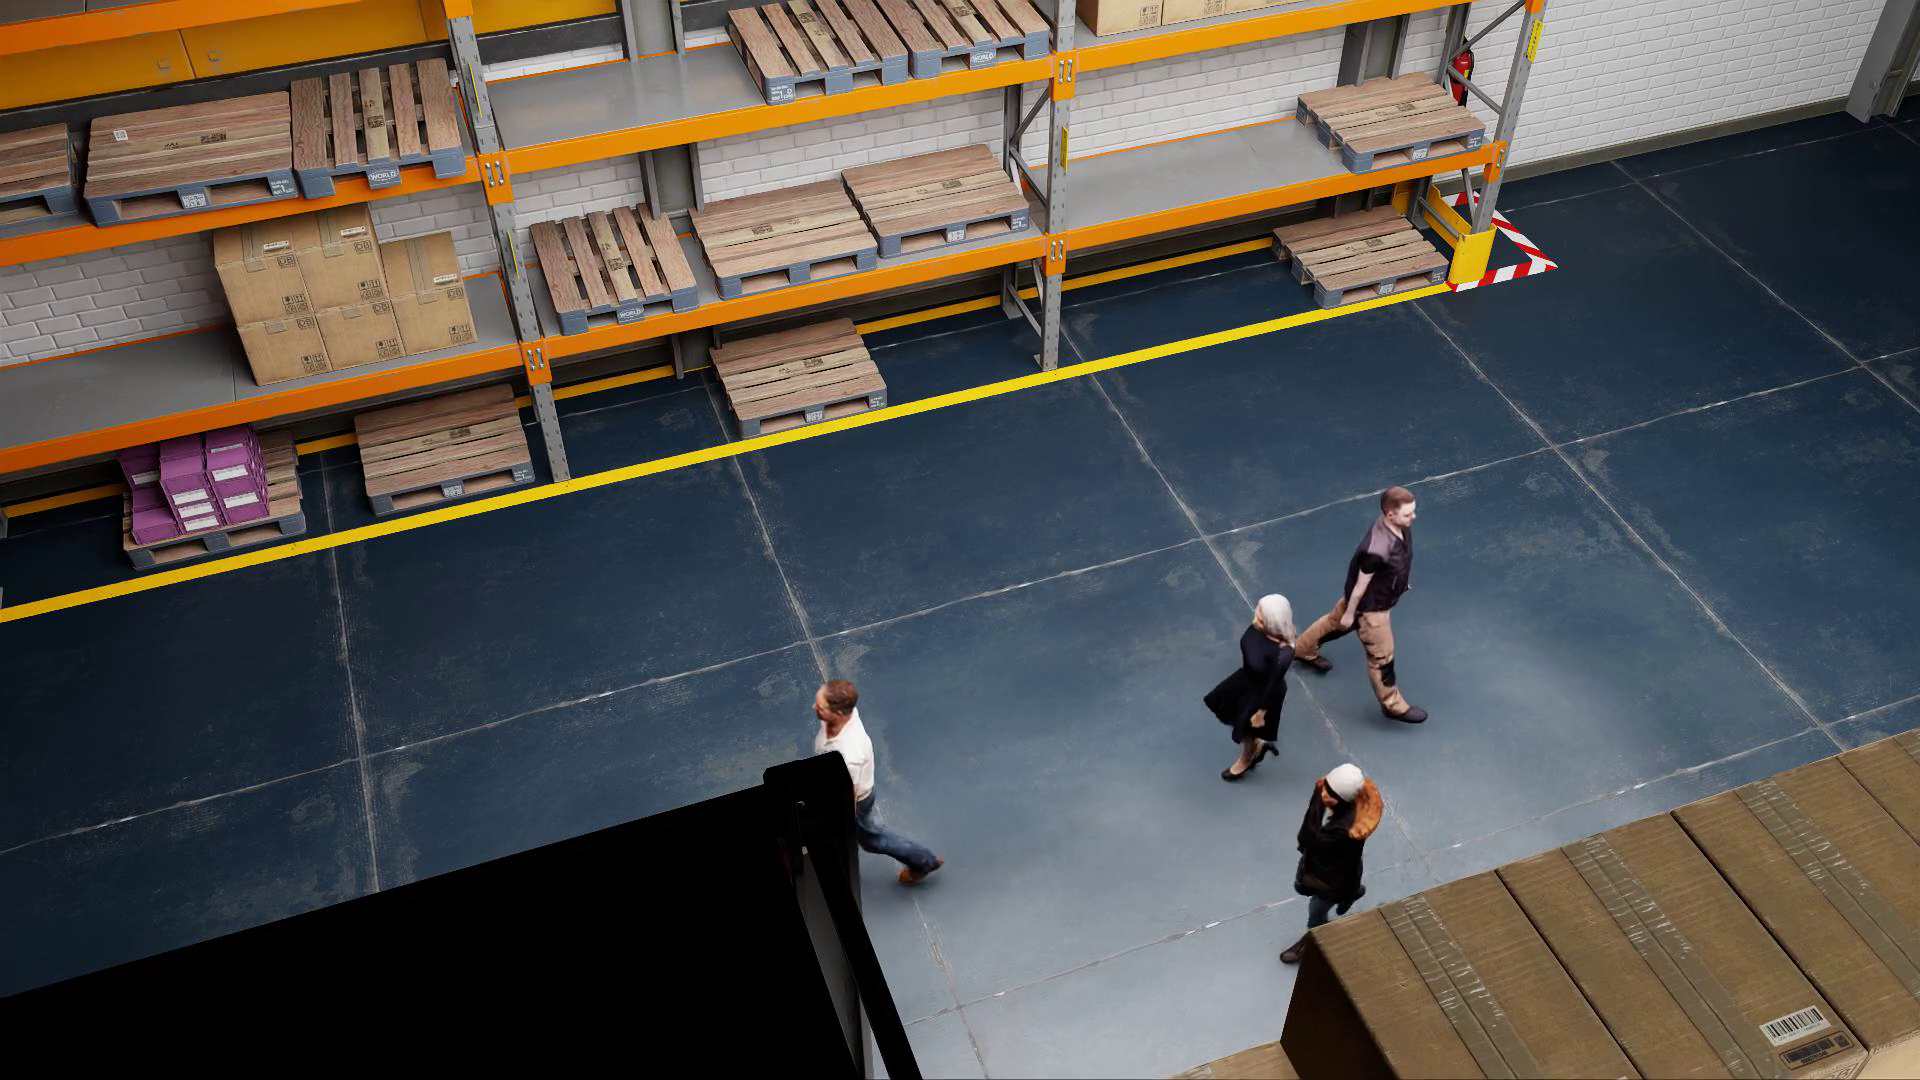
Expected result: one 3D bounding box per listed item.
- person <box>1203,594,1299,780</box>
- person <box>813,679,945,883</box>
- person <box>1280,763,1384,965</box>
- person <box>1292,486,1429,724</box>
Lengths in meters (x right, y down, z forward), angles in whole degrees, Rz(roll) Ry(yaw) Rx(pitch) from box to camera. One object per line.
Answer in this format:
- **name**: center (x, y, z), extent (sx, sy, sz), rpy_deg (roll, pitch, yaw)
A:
- **person**: center (1.866, 0.911, 9.942), extent (0.736, 1.731, 0.635), rpy_deg (-7, 44, -8)
- **person**: center (-0.528, 1.421, 9.343), extent (1.235, 1.820, 0.778), rpy_deg (-9, 44, -9)
- **person**: center (2.095, 1.756, 9.137), extent (0.824, 1.619, 0.659), rpy_deg (-17, 46, -17)
- **person**: center (2.500, 0.324, 10.516), extent (1.255, 1.790, 1.229), rpy_deg (20, 47, 20)
